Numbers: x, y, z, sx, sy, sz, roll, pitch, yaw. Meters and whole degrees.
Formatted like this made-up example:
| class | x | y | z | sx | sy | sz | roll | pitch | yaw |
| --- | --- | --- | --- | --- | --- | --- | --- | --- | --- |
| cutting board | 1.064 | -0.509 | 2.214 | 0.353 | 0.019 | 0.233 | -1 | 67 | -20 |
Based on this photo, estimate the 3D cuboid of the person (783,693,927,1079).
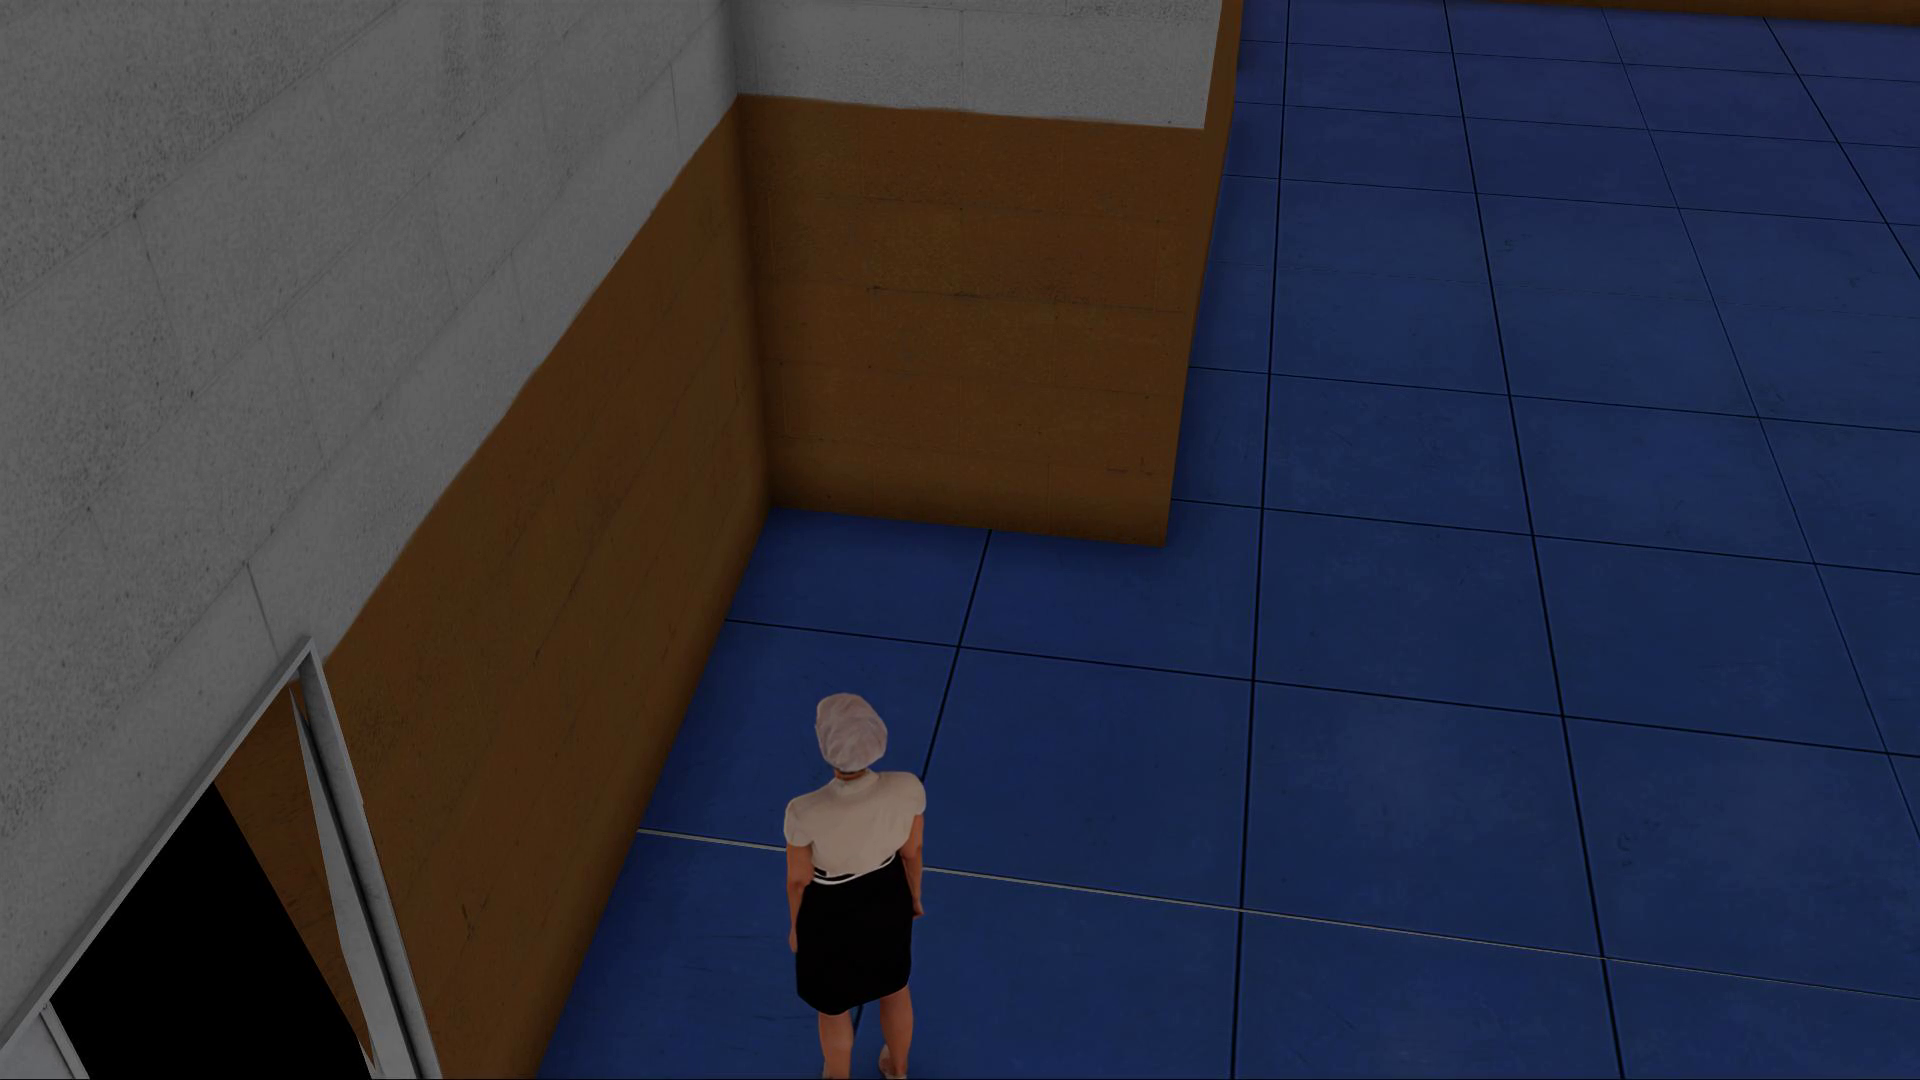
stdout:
| class | x | y | z | sx | sy | sz | roll | pitch | yaw |
| --- | --- | --- | --- | --- | --- | --- | --- | --- | --- |
| person | -0.323 | 1.193 | 5.203 | 0.646 | 1.751 | 0.740 | -16 | 40 | -20 |
